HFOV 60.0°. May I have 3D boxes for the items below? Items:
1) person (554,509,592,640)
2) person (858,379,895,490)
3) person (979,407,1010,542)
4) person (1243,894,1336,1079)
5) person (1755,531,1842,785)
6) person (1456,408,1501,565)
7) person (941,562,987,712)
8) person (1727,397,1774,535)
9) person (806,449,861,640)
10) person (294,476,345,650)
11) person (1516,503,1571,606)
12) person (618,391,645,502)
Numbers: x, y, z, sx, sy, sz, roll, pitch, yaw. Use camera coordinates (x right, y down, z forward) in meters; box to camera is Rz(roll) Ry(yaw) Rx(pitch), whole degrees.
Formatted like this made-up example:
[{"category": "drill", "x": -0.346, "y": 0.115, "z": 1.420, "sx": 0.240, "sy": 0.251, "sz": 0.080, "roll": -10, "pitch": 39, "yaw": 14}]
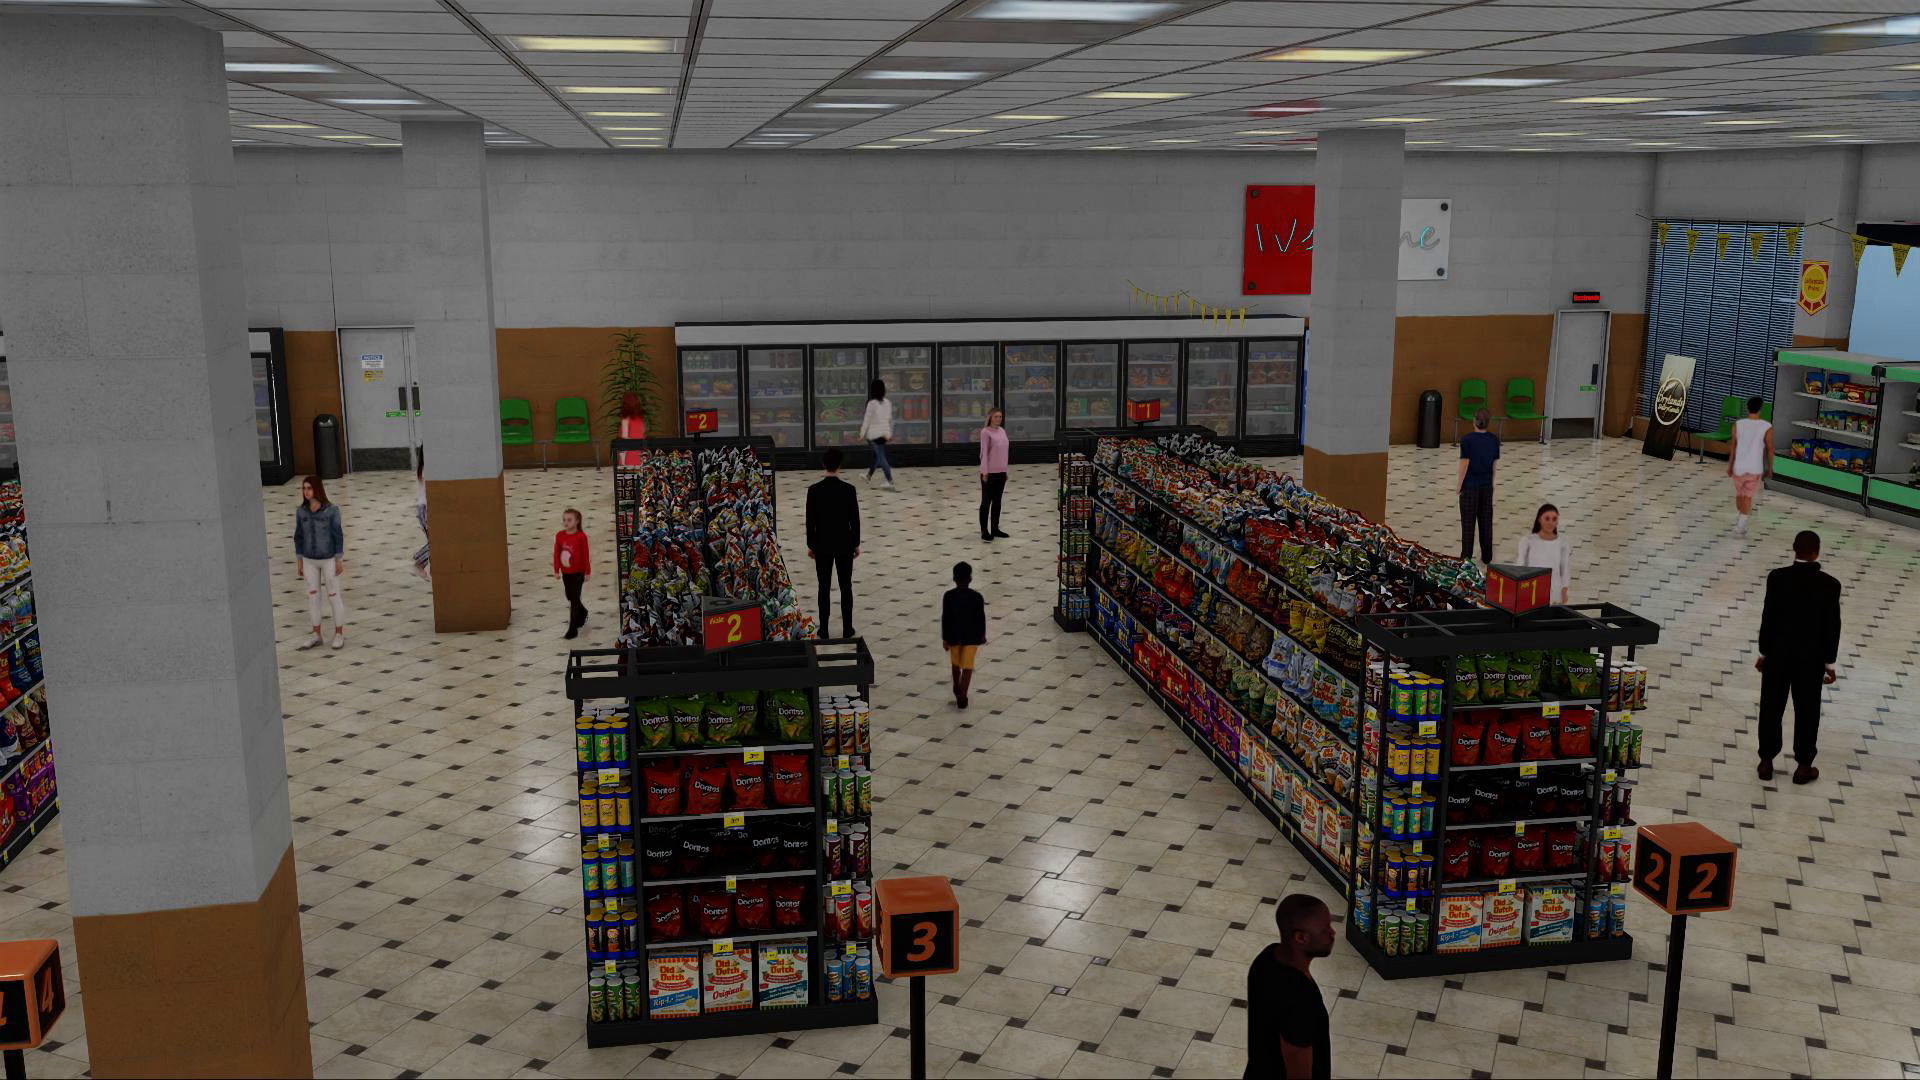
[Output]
[{"category": "person", "x": -3.839, "y": 0.315, "z": 16.602, "sx": 0.714, "sy": 1.263, "sz": 0.971, "roll": 2, "pitch": 12, "yaw": 11}, {"category": "person", "x": -1.148, "y": -1.528, "z": 24.544, "sx": 1.137, "sy": 1.597, "sz": 1.014, "roll": 11, "pitch": 16, "yaw": 41}, {"category": "person", "x": 0.415, "y": -0.858, "z": 21.145, "sx": 0.687, "sy": 1.686, "sz": 0.715, "roll": -11, "pitch": 16, "yaw": -43}, {"category": "person", "x": 1.232, "y": 2.195, "z": 6.329, "sx": 0.758, "sy": 1.817, "sz": 0.544, "roll": 0, "pitch": 12, "yaw": 0}, {"category": "person", "x": 6.244, "y": 0.865, "z": 12.435, "sx": 0.796, "sy": 1.904, "sz": 0.846, "roll": 8, "pitch": 14, "yaw": 32}, {"category": "person", "x": 6.112, "y": -0.634, "z": 19.635, "sx": 0.640, "sy": 1.871, "sz": 0.522, "roll": -2, "pitch": 12, "yaw": -9}, {"category": "person", "x": 0.016, "y": 0.839, "z": 14.155, "sx": 0.674, "sy": 1.246, "sz": 0.869, "roll": 2, "pitch": 12, "yaw": 8}, {"category": "person", "x": 10.048, "y": -0.904, "z": 21.237, "sx": 1.136, "sy": 1.737, "sz": 1.180, "roll": 9, "pitch": 15, "yaw": 36}, {"category": "person", "x": -1.245, "y": 0.039, "z": 16.383, "sx": 0.703, "sy": 1.894, "sz": 0.623, "roll": -1, "pitch": 12, "yaw": -5}, {"category": "person", "x": -6.164, "y": 0.206, "z": 16.060, "sx": 0.660, "sy": 1.700, "sz": 0.581, "roll": 0, "pitch": 12, "yaw": 2}, {"category": "person", "x": 5.113, "y": 0.496, "z": 14.735, "sx": 0.694, "sy": 1.678, "sz": 0.682, "roll": 2, "pitch": 12, "yaw": 8}, {"category": "person", "x": -4.171, "y": -1.003, "z": 21.529, "sx": 0.874, "sy": 1.813, "sz": 0.829, "roll": 6, "pitch": 13, "yaw": 25}]
